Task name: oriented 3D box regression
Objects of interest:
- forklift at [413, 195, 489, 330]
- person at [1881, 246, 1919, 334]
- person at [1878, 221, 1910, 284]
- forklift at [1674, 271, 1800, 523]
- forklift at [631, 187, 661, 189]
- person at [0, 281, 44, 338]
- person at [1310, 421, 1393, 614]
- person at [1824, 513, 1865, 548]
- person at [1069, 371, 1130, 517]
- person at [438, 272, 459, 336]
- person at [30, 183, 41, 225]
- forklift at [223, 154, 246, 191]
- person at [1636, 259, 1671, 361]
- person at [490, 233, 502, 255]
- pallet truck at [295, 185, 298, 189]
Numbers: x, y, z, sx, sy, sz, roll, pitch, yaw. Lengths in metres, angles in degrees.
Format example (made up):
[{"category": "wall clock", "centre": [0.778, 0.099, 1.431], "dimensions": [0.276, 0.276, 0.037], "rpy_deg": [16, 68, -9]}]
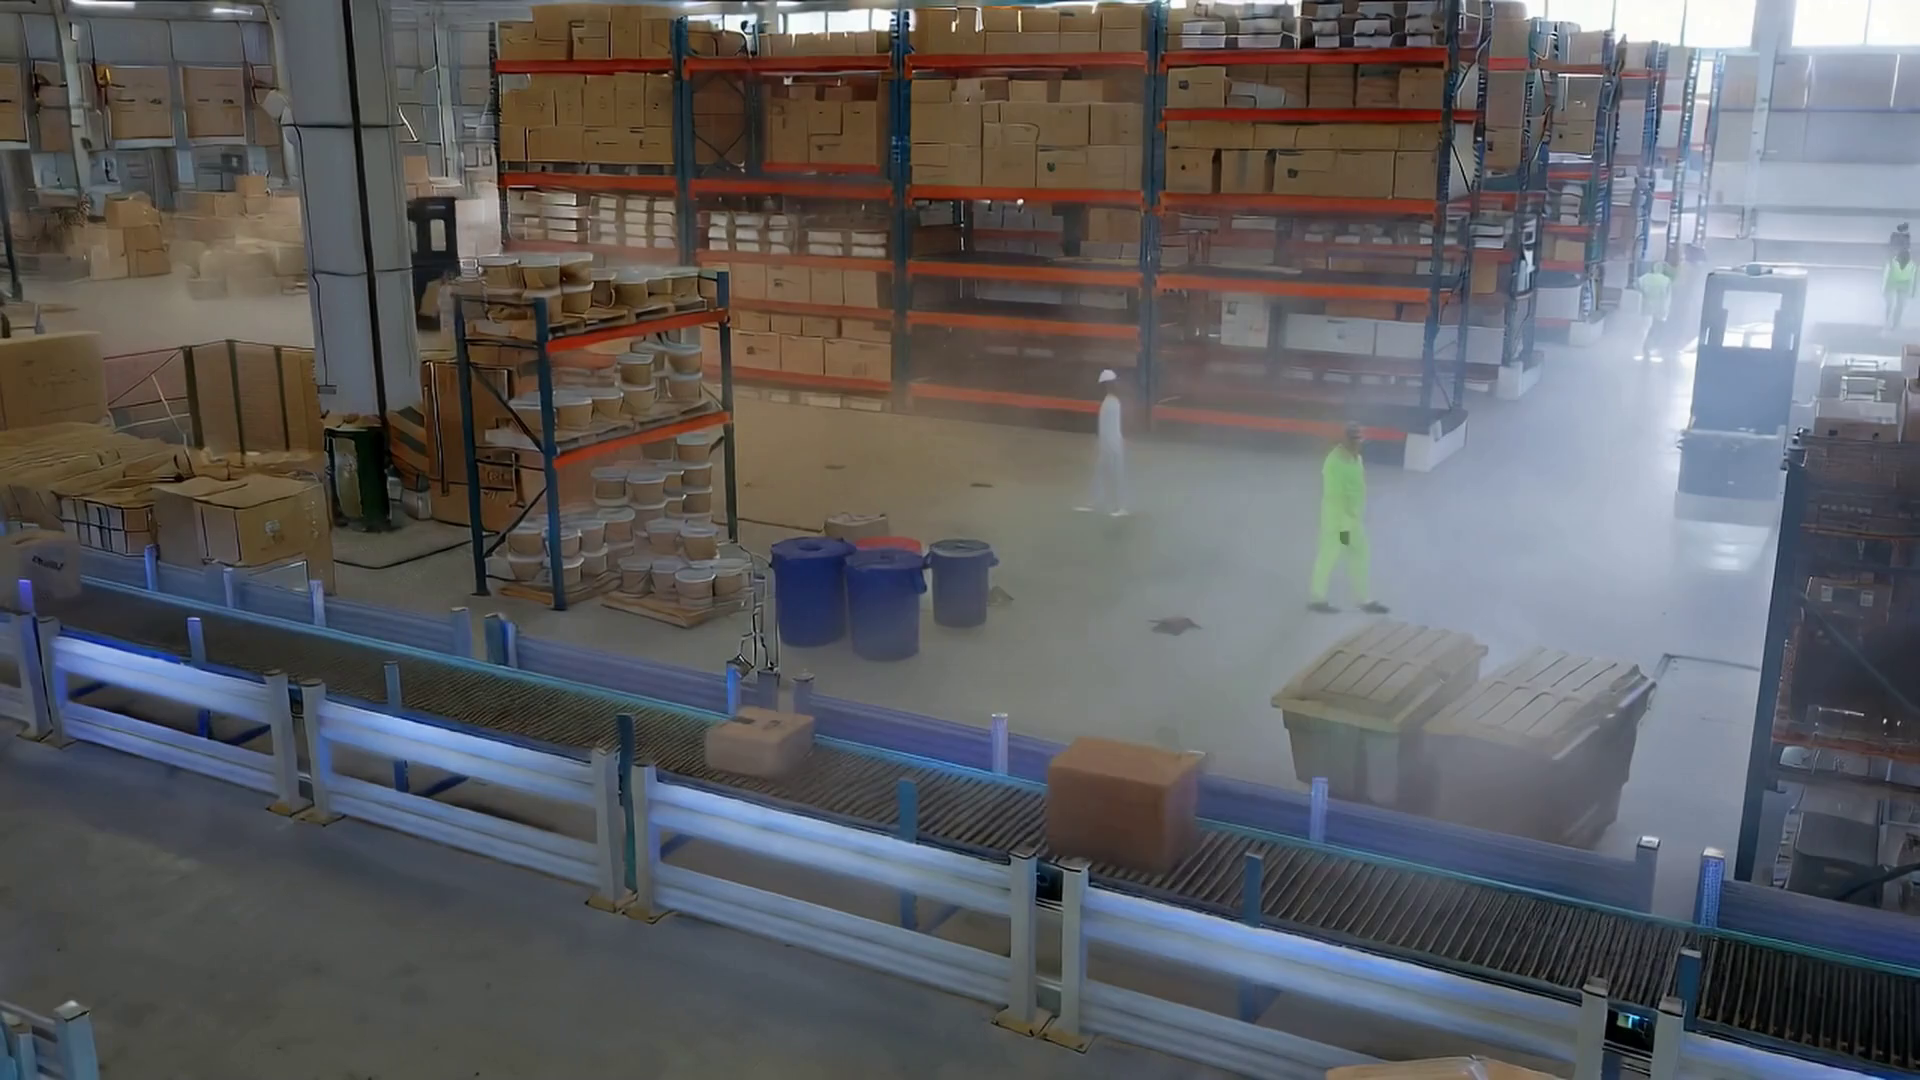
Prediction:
[{"category": "forklift", "centre": [-10.977, -5.859, 35.125], "dimensions": [1.873, 2.768, 1.129], "rpy_deg": [8, 17, 28]}, {"category": "person", "centre": [19.602, -5.197, 34.676], "dimensions": [0.650, 1.813, 0.765], "rpy_deg": [6, 16, 21]}, {"category": "person", "centre": [24.593, -7.526, 43.689], "dimensions": [0.835, 1.678, 0.518], "rpy_deg": [-13, 19, -39]}, {"category": "forklift", "centre": [9.269, -1.763, 19.726], "dimensions": [1.129, 2.768, 1.873], "rpy_deg": [8, 17, 27]}, {"category": "forklift", "centre": [-8.867, -9.045, 47.102], "dimensions": [1.129, 2.768, 1.873], "rpy_deg": [8, 17, 28]}, {"category": "person", "centre": [-15.318, -3.269, 27.234], "dimensions": [0.589, 1.919, 0.393], "rpy_deg": [-6, 16, -22]}, {"category": "person", "centre": [3.738, -0.179, 15.687], "dimensions": [0.862, 1.873, 0.680], "rpy_deg": [9, 17, 31]}, {"category": "person", "centre": [9.560, -0.711, 17.939], "dimensions": [0.554, 1.752, 0.530], "rpy_deg": [7, 16, 23]}, {"category": "person", "centre": [1.669, -1.114, 19.527], "dimensions": [0.760, 1.711, 0.517], "rpy_deg": [-1, 15, -4]}, {"category": "person", "centre": [-9.681, -4.287, 31.612], "dimensions": [0.530, 1.619, 0.411], "rpy_deg": [9, 18, 32]}, {"category": "person", "centre": [-33.007, -11.784, 59.325], "dimensions": [0.976, 1.885, 0.583], "rpy_deg": [-12, 19, -38]}, {"category": "forklift", "centre": [-26.376, -12.683, 60.780], "dimensions": [1.129, 2.768, 1.873], "rpy_deg": [10, 18, 34]}, {"category": "person", "centre": [13.026, -4.307, 31.180], "dimensions": [0.399, 1.899, 0.646], "rpy_deg": [-9, 17, -30]}, {"category": "person", "centre": [-10.194, -5.820, 36.783], "dimensions": [0.372, 1.939, 0.631], "rpy_deg": [-6, 16, -21]}, {"category": "pallet truck", "centre": [-26.804, -14.617, 69.738], "dimensions": [1.885, 1.965, 0.823], "rpy_deg": [-14, 20, -42]}]
